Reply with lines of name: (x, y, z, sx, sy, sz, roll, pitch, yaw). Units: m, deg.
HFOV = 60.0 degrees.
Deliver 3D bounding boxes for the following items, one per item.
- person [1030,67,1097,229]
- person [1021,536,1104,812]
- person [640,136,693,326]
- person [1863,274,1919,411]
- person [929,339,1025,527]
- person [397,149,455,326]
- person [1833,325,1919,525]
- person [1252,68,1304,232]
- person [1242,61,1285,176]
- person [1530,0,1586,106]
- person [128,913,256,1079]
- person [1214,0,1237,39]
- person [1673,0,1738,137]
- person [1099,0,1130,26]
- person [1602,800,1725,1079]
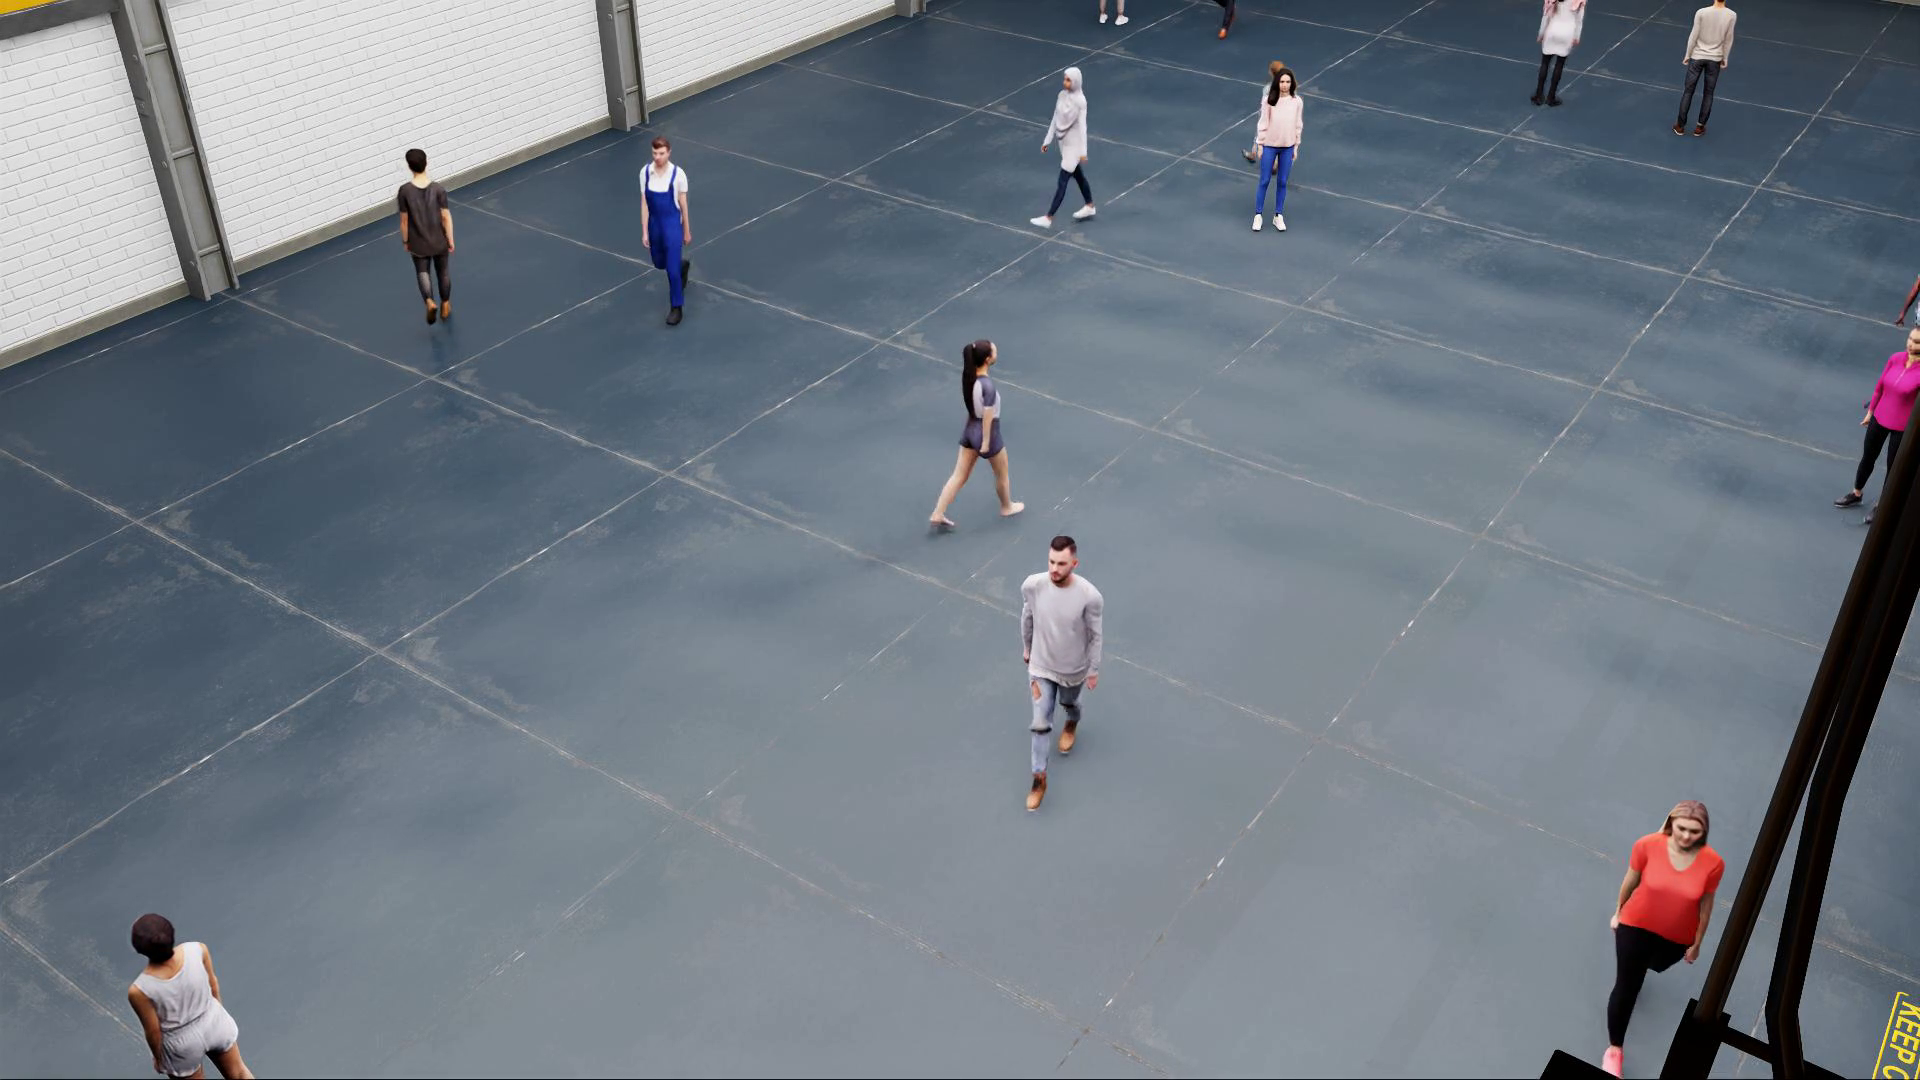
person: (1.274, -4.243, 17.998, 1.215, 1.729, 0.989, -15, 36, -21)
person: (0.650, 0.727, 10.458, 0.931, 1.799, 1.229, 10, 35, 15)
person: (-2.819, -3.059, 16.126, 0.906, 1.830, 1.164, 6, 34, 9)
person: (8.554, -1.910, 14.536, 1.182, 1.676, 1.061, -9, 35, -13)
person: (0.074, -0.775, 12.888, 1.139, 1.609, 0.873, -19, 38, -26)
person: (-5.108, -2.871, 15.967, 0.929, 1.691, 0.974, -8, 34, -12)
person: (7.335, -0.927, 13.036, 0.687, 1.699, 0.672, -17, 37, -24)
person: (3.419, -4.213, 17.915, 0.723, 1.770, 0.737, 1, 34, 1)
person: (3.678, -4.904, 19.391, 0.855, 1.286, 0.846, -14, 36, -20)
person: (7.679, -6.460, 21.274, 0.739, 1.794, 0.696, 19, 38, 26)
person: (-3.739, 2.408, 8.103, 0.613, 1.605, 0.482, 21, 39, 28)
person: (3.889, -8.191, 23.867, 0.688, 1.806, 0.902, 20, 39, 28)
person: (9.125, -5.882, 20.338, 0.720, 1.867, 0.664, 11, 35, 16)
person: (2.245, -8.479, 24.273, 0.730, 1.837, 0.712, 16, 37, 23)
person: (3.648, 1.982, 8.696, 0.805, 1.658, 1.201, 11, 35, 17)
